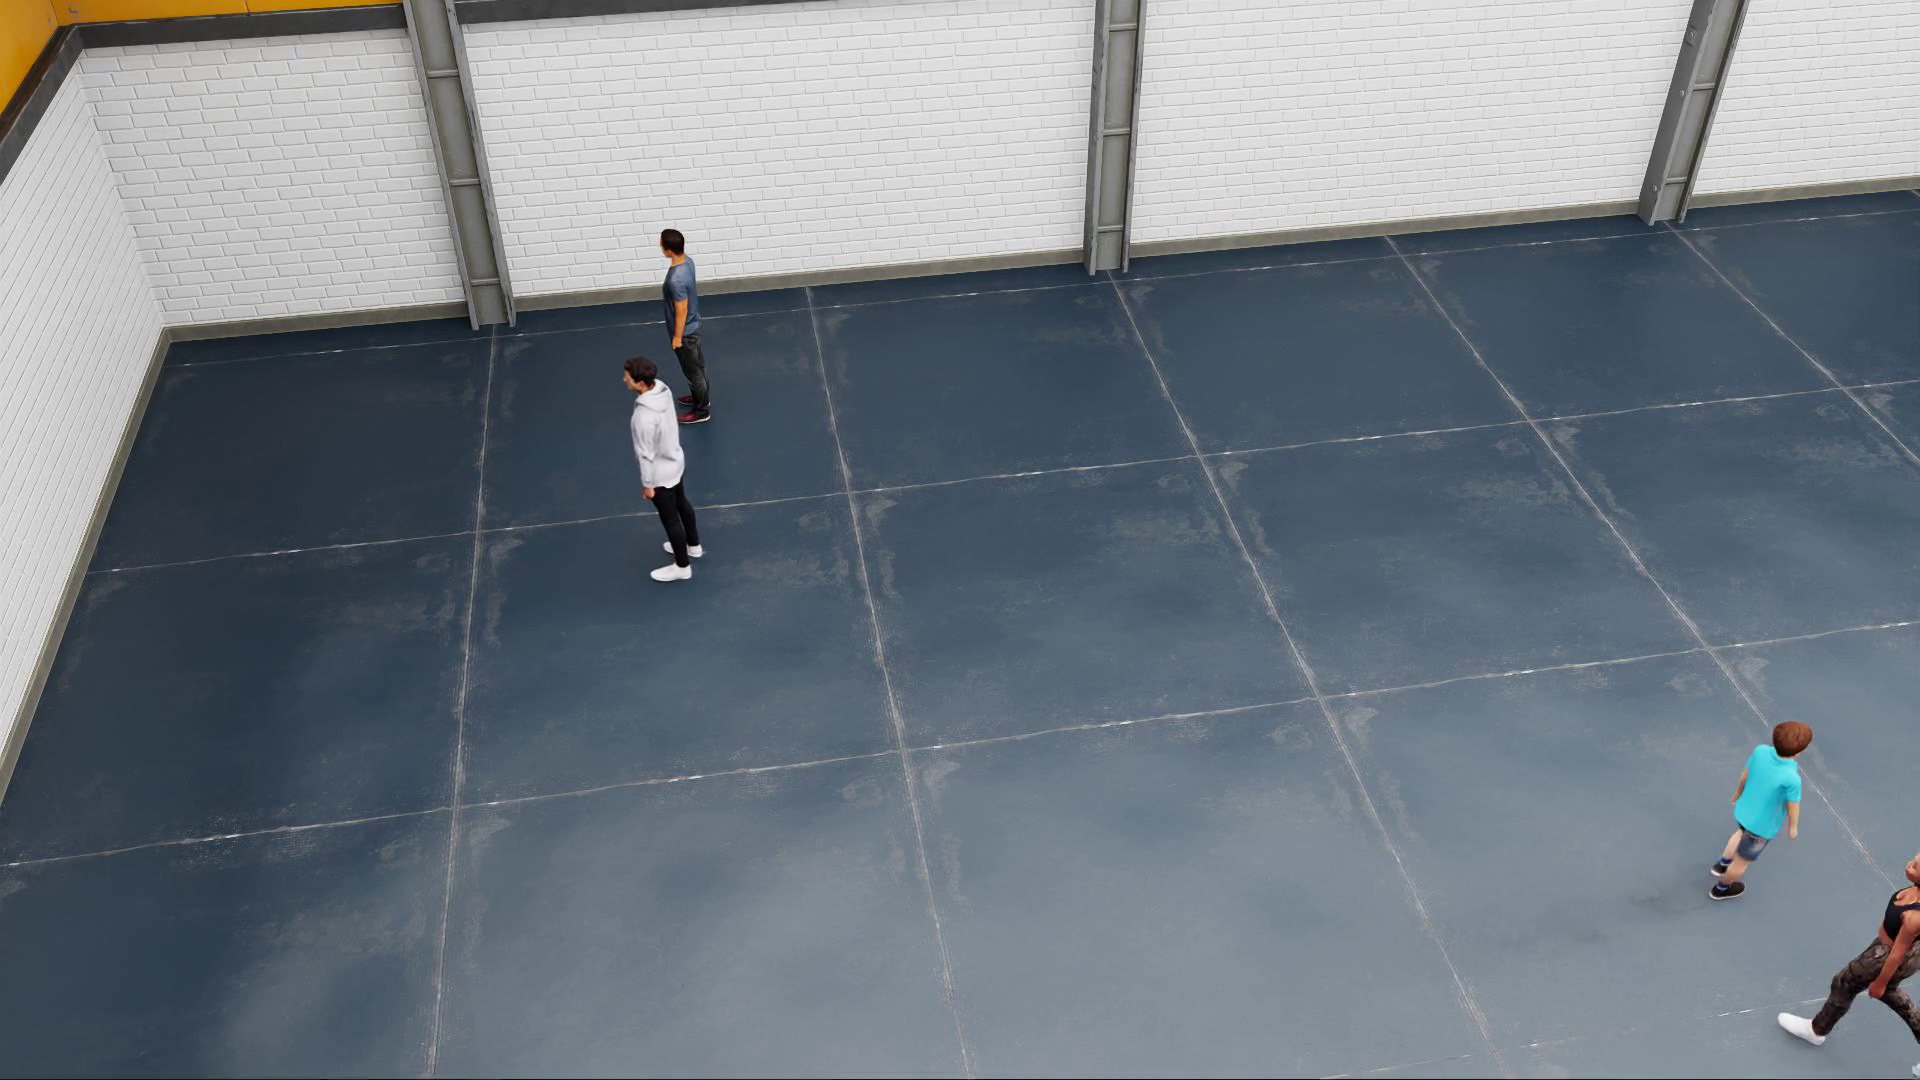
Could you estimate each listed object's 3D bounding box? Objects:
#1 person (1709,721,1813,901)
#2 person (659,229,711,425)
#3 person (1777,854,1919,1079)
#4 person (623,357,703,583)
[{"bbox_3d":[4.767,1.656,10.025,0.566,1.440,0.536,-10,40,-12],"label":"person"},{"bbox_3d":[-2.319,-1.821,14.087,0.594,1.805,0.690,0,39,0],"label":"person"},{"bbox_3d":[5.124,2.320,9.005,1.082,1.675,1.071,27,46,30],"label":"person"},{"bbox_3d":[-2.201,-0.553,12.407,0.692,1.919,0.749,3,39,4],"label":"person"}]
